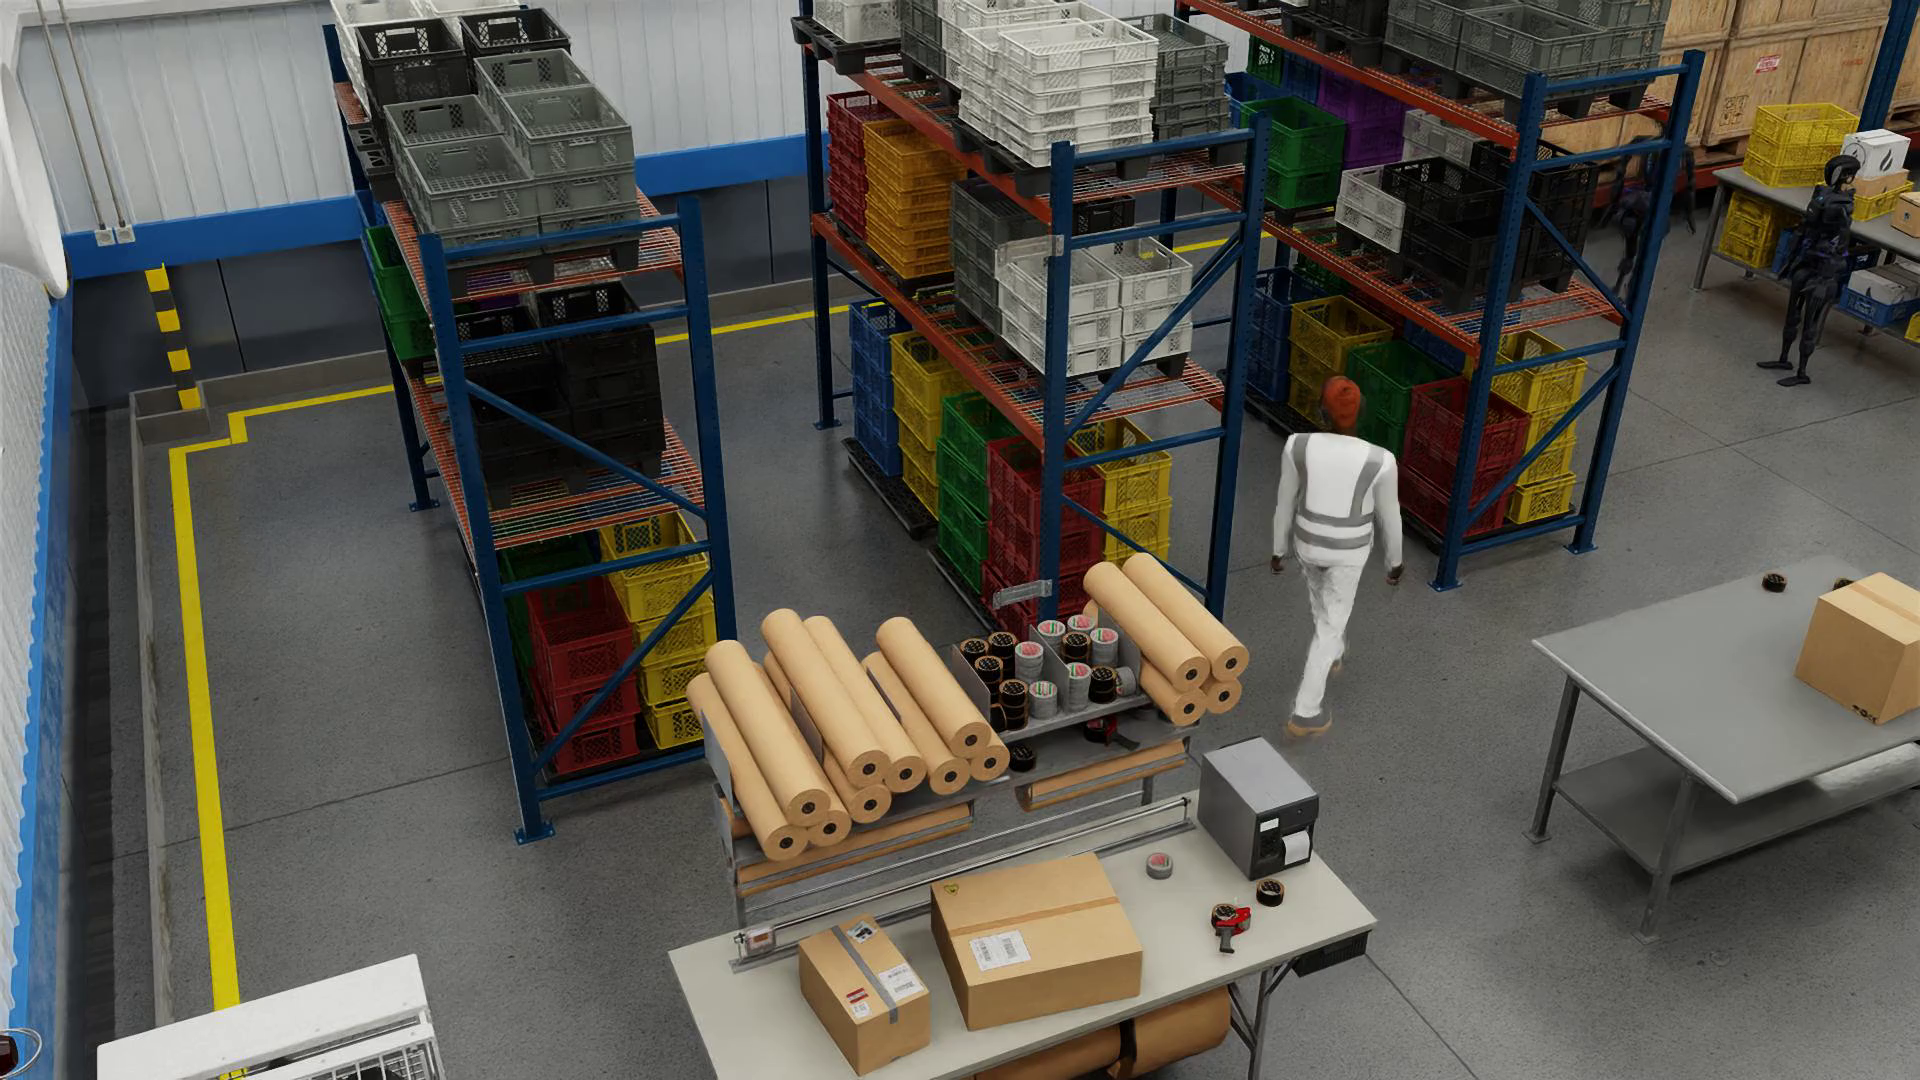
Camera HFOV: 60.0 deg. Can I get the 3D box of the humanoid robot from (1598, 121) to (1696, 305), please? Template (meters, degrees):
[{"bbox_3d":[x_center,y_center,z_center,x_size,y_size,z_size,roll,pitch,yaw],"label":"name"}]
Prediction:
[{"bbox_3d":[5.285,-2.525,12.730,0.582,1.639,0.592,-23,38,-32],"label":"humanoid robot"}]

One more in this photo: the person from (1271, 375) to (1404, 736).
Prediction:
[{"bbox_3d":[1.885,0.051,8.400,0.637,1.833,0.987,18,36,26],"label":"person"}]

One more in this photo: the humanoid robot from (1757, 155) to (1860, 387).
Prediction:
[{"bbox_3d":[5.995,-1.902,11.703,0.327,1.657,0.589,-2,32,-3],"label":"humanoid robot"}]
